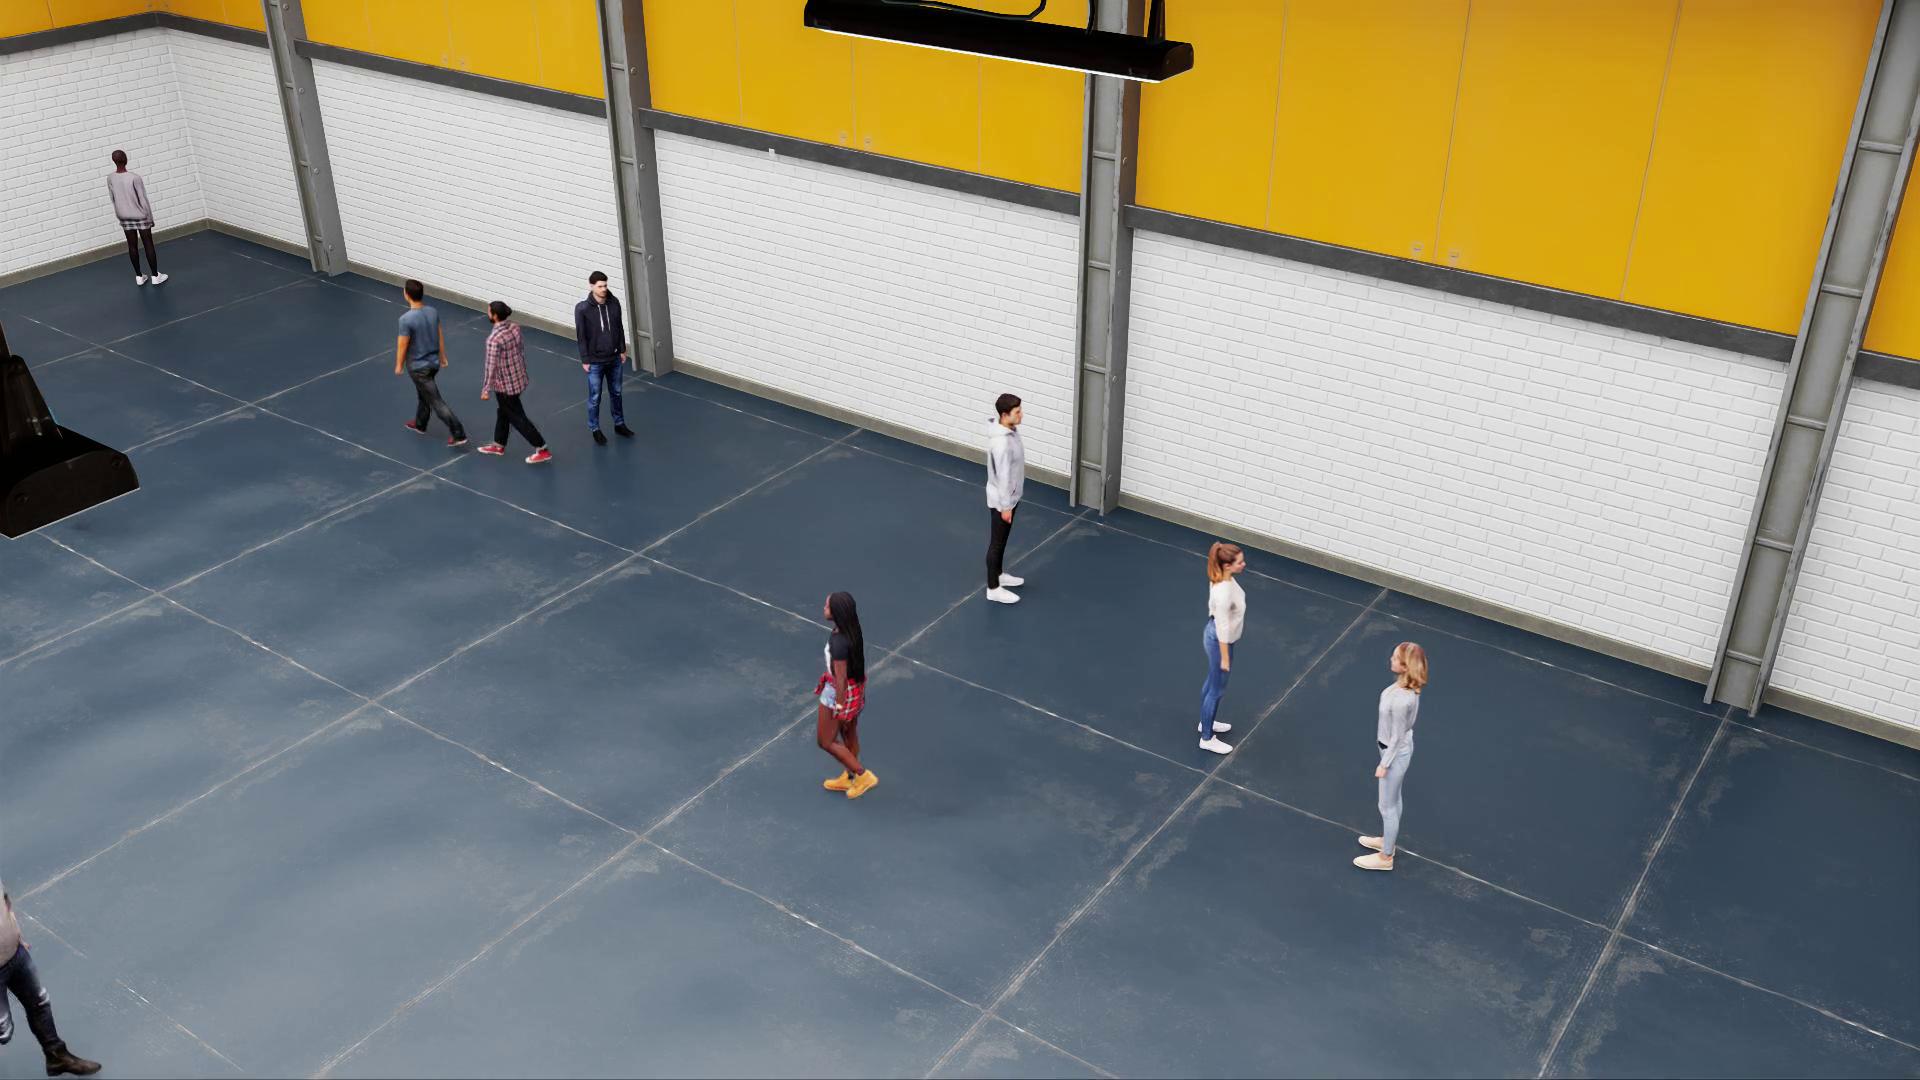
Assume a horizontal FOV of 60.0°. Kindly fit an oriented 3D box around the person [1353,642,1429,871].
[{"bbox_3d":[2.941,1.456,11.253,0.592,1.796,0.636,11,30,19],"label":"person"}]

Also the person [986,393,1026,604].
[{"bbox_3d":[0.375,-0.391,14.500,0.739,1.929,0.764,4,29,7],"label":"person"}]

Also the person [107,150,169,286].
[{"bbox_3d":[-10.764,-4.205,21.655,0.658,1.771,0.757,0,29,0],"label":"person"}]

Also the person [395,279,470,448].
[{"bbox_3d":[-5.482,-1.782,17.217,1.222,1.769,0.812,12,31,21],"label":"person"}]

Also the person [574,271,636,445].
[{"bbox_3d":[-3.733,-1.927,17.359,0.733,1.887,0.688,-20,34,-32],"label":"person"}]

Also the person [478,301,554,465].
[{"bbox_3d":[-4.512,-1.563,16.859,1.218,1.727,1.000,5,29,10],"label":"person"}]

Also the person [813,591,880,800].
[{"bbox_3d":[-0.746,1.138,11.918,0.825,1.718,0.752,4,29,7],"label":"person"}]

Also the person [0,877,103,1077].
[{"bbox_3d":[-5.559,2.396,9.433,1.171,1.888,1.024,2,29,3],"label":"person"}]

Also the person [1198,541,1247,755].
[{"bbox_3d":[1.960,0.787,12.558,0.672,1.719,0.684,5,29,8],"label":"person"}]
